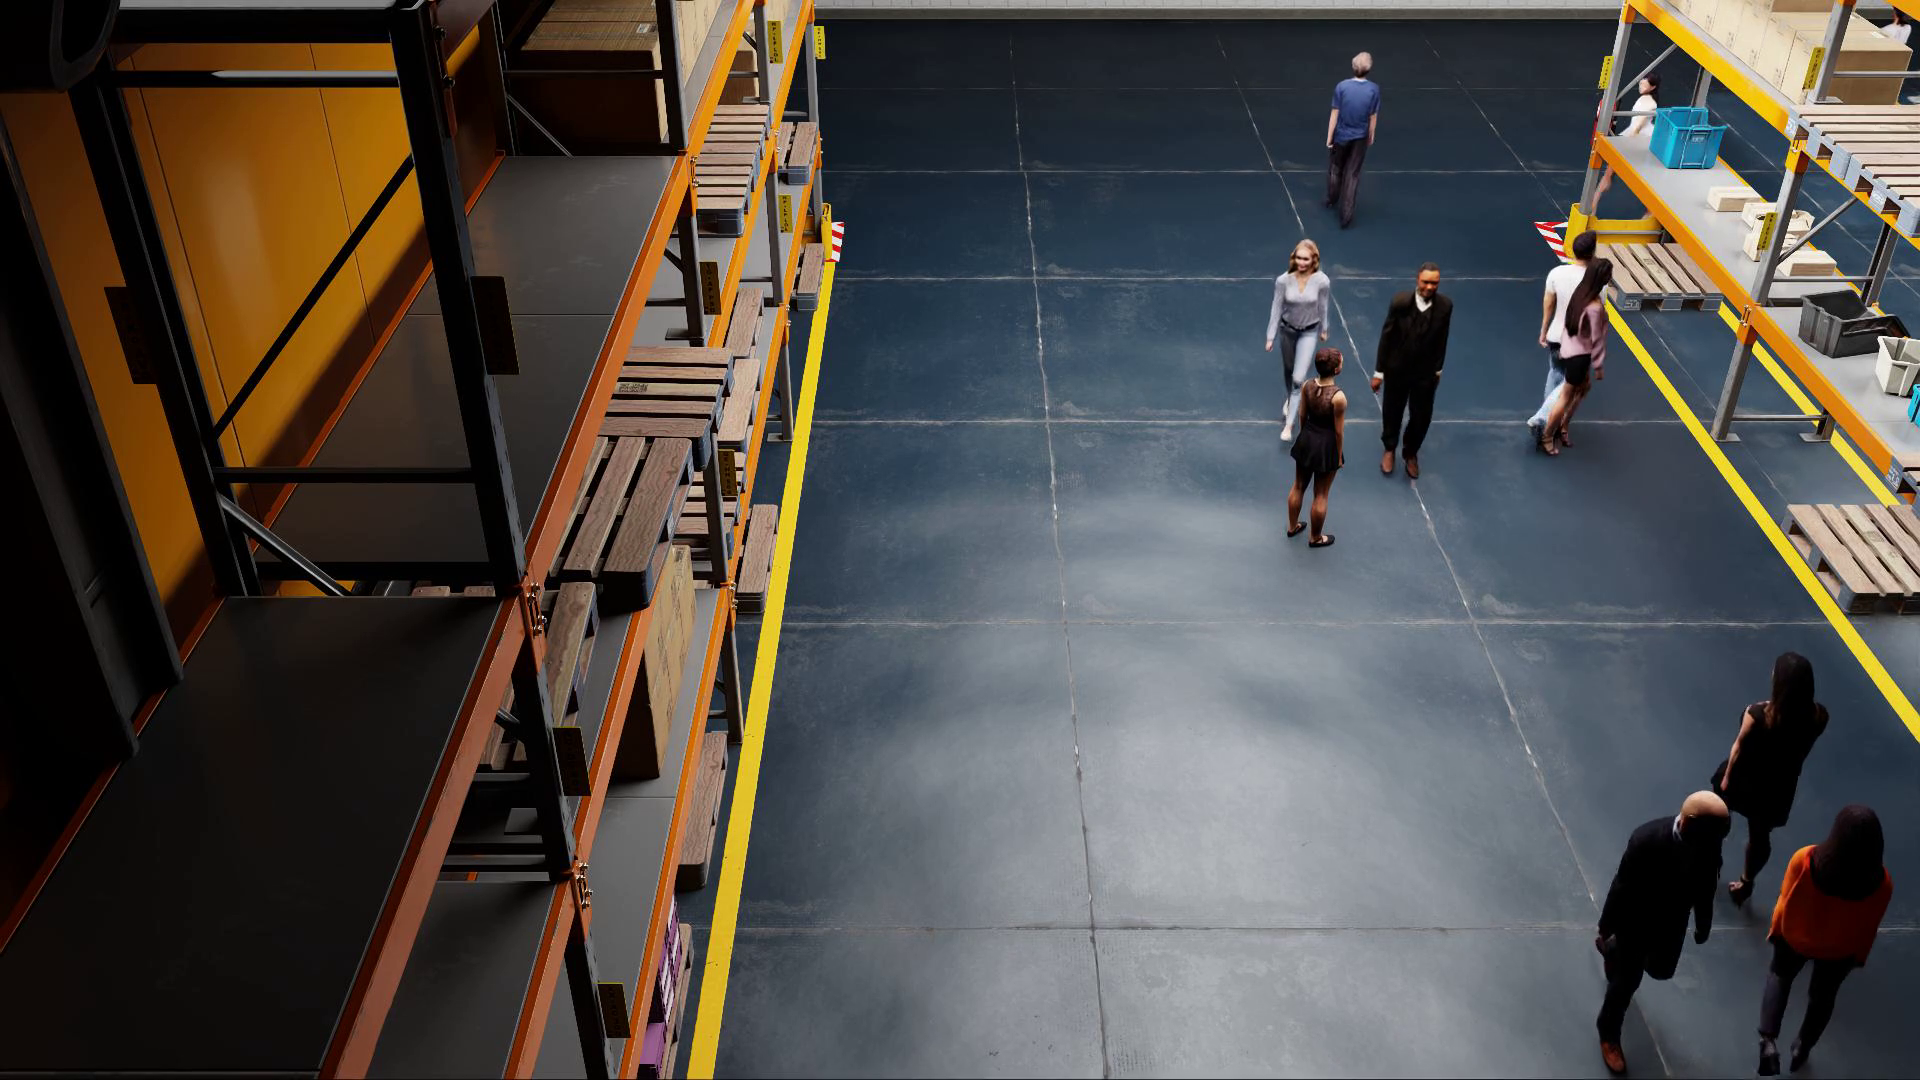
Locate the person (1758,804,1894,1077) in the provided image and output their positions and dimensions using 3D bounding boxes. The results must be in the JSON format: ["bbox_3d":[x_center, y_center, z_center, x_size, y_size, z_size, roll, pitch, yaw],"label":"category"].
[{"bbox_3d":[4.322,2.091,8.425,0.857,1.731,0.954,21,39,29],"label":"person"}]

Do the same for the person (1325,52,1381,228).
[{"bbox_3d":[4.210,-4.269,17.897,0.789,1.838,1.041,6,34,8],"label":"person"}]

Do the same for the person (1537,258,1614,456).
[{"bbox_3d":[5.004,-1.476,13.727,0.698,1.801,0.543,2,34,3],"label":"person"}]

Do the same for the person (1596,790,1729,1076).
[{"bbox_3d":[3.583,1.910,8.657,0.815,1.775,1.007,-4,34,-6],"label":"person"}]

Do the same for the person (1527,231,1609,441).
[{"bbox_3d":[5.113,-1.690,14.014,1.137,1.841,1.117,-26,41,-33],"label":"person"}]

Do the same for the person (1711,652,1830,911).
[{"bbox_3d":[4.588,1.434,9.441,0.660,1.702,0.643,1,34,2],"label":"person"}]

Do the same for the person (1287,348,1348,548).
[{"bbox_3d":[2.734,-0.718,12.703,0.740,1.673,0.670,-25,41,-32],"label":"person"}]

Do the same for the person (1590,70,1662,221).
[{"bbox_3d":[7.347,-4.141,17.803,0.837,1.728,1.065,7,34,10],"label":"person"}]

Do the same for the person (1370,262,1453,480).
[{"bbox_3d":[3.666,-1.437,13.587,0.778,1.892,0.749,7,34,11],"label":"person"}]

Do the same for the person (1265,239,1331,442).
[{"bbox_3d":[2.900,-1.771,14.225,0.905,1.742,1.243,11,35,16],"label":"person"}]
